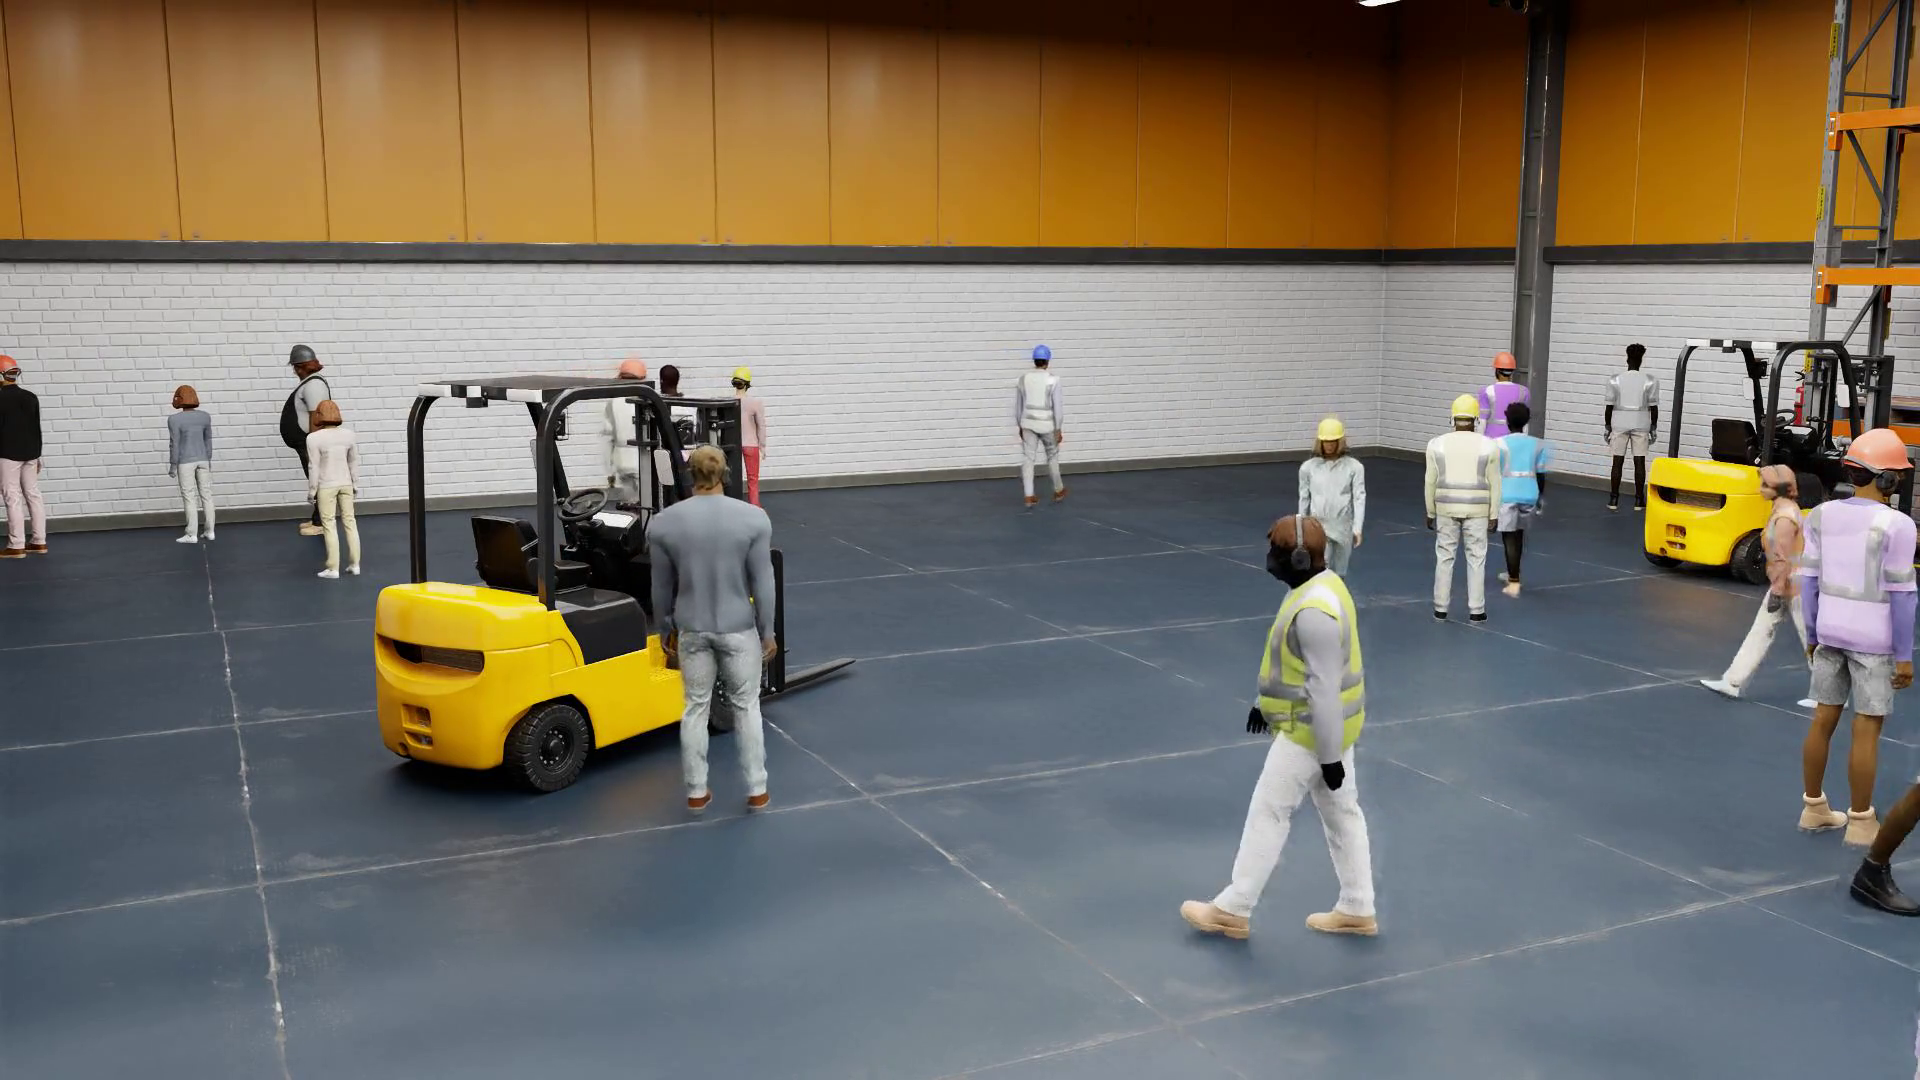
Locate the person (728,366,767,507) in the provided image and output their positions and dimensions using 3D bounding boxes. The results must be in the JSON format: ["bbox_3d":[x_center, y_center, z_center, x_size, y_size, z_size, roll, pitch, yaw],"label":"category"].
[{"bbox_3d":[-2.376,-1.013,18.219,0.533,1.768,0.310,1,9,5],"label":"person"}]

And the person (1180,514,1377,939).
[{"bbox_3d":[1.354,0.786,6.953,0.900,1.803,0.646,3,10,18],"label":"person"}]

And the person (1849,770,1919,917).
[{"bbox_3d":[4.342,0.747,7.004,0.573,1.865,1.035,-9,13,-43],"label":"person"}]

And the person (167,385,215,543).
[{"bbox_3d":[-7.957,-0.785,17.214,0.283,1.633,0.500,4,10,26],"label":"person"}]

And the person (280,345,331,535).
[{"bbox_3d":[-6.966,-1.074,17.751,0.536,2.000,0.673,-3,10,-19],"label":"person"}]

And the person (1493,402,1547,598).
[{"bbox_3d":[4.784,-0.363,14.503,0.541,1.661,0.793,-1,9,-9],"label":"person"}]

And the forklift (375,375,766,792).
[{"bbox_3d":[-2.268,0.149,9.685,1.214,2.155,2.313,6,11,32],"label":"forklift"}]

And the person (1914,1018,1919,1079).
[{"bbox_3d":[2.158,1.334,3.246,0.590,1.905,0.781,9,12,43],"label":"person"}]

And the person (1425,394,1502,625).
[{"bbox_3d":[3.994,-0.240,13.210,0.587,1.837,0.404,4,10,22],"label":"person"}]

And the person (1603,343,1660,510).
[{"bbox_3d":[7.886,-1.328,19.555,0.607,1.966,0.367,4,10,23],"label":"person"}]

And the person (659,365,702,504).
[{"bbox_3d":[-2.873,-0.760,16.265,0.869,1.883,0.625,8,12,42],"label":"person"}]

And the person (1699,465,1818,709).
[{"bbox_3d":[5.249,0.301,10.627,0.873,1.569,0.511,3,10,17],"label":"person"}]

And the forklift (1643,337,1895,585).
[{"bbox_3d":[7.551,-0.789,15.507,2.313,2.155,1.214,-4,10,-25],"label":"forklift"}]

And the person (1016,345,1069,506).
[{"bbox_3d":[1.010,-1.383,20.053,0.638,1.910,0.884,4,10,24],"label":"person"}]

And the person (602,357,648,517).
[{"bbox_3d":[-3.037,-0.680,15.388,0.620,2.021,0.823,3,10,19],"label":"person"}]

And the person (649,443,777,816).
[{"bbox_3d":[-1.260,0.464,8.543,0.649,1.931,0.398,1,9,4],"label":"person"}]

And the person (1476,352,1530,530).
[{"bbox_3d":[5.858,-1.058,18.044,0.556,1.930,0.400,0,9,0],"label":"person"}]

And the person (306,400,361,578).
[{"bbox_3d":[-5.742,-0.467,15.241,0.268,1.632,0.507,7,11,36],"label":"person"}]

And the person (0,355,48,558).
[{"bbox_3d":[-9.302,-0.821,16.356,0.401,1.986,0.612,2,9,13],"label":"person"}]

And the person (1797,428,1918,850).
[{"bbox_3d":[4.389,0.478,8.110,0.377,2.045,0.605,-3,10,-21],"label":"person"}]

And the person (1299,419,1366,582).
[{"bbox_3d":[2.810,-0.072,12.608,0.494,1.694,0.886,1,9,8],"label":"person"}]
